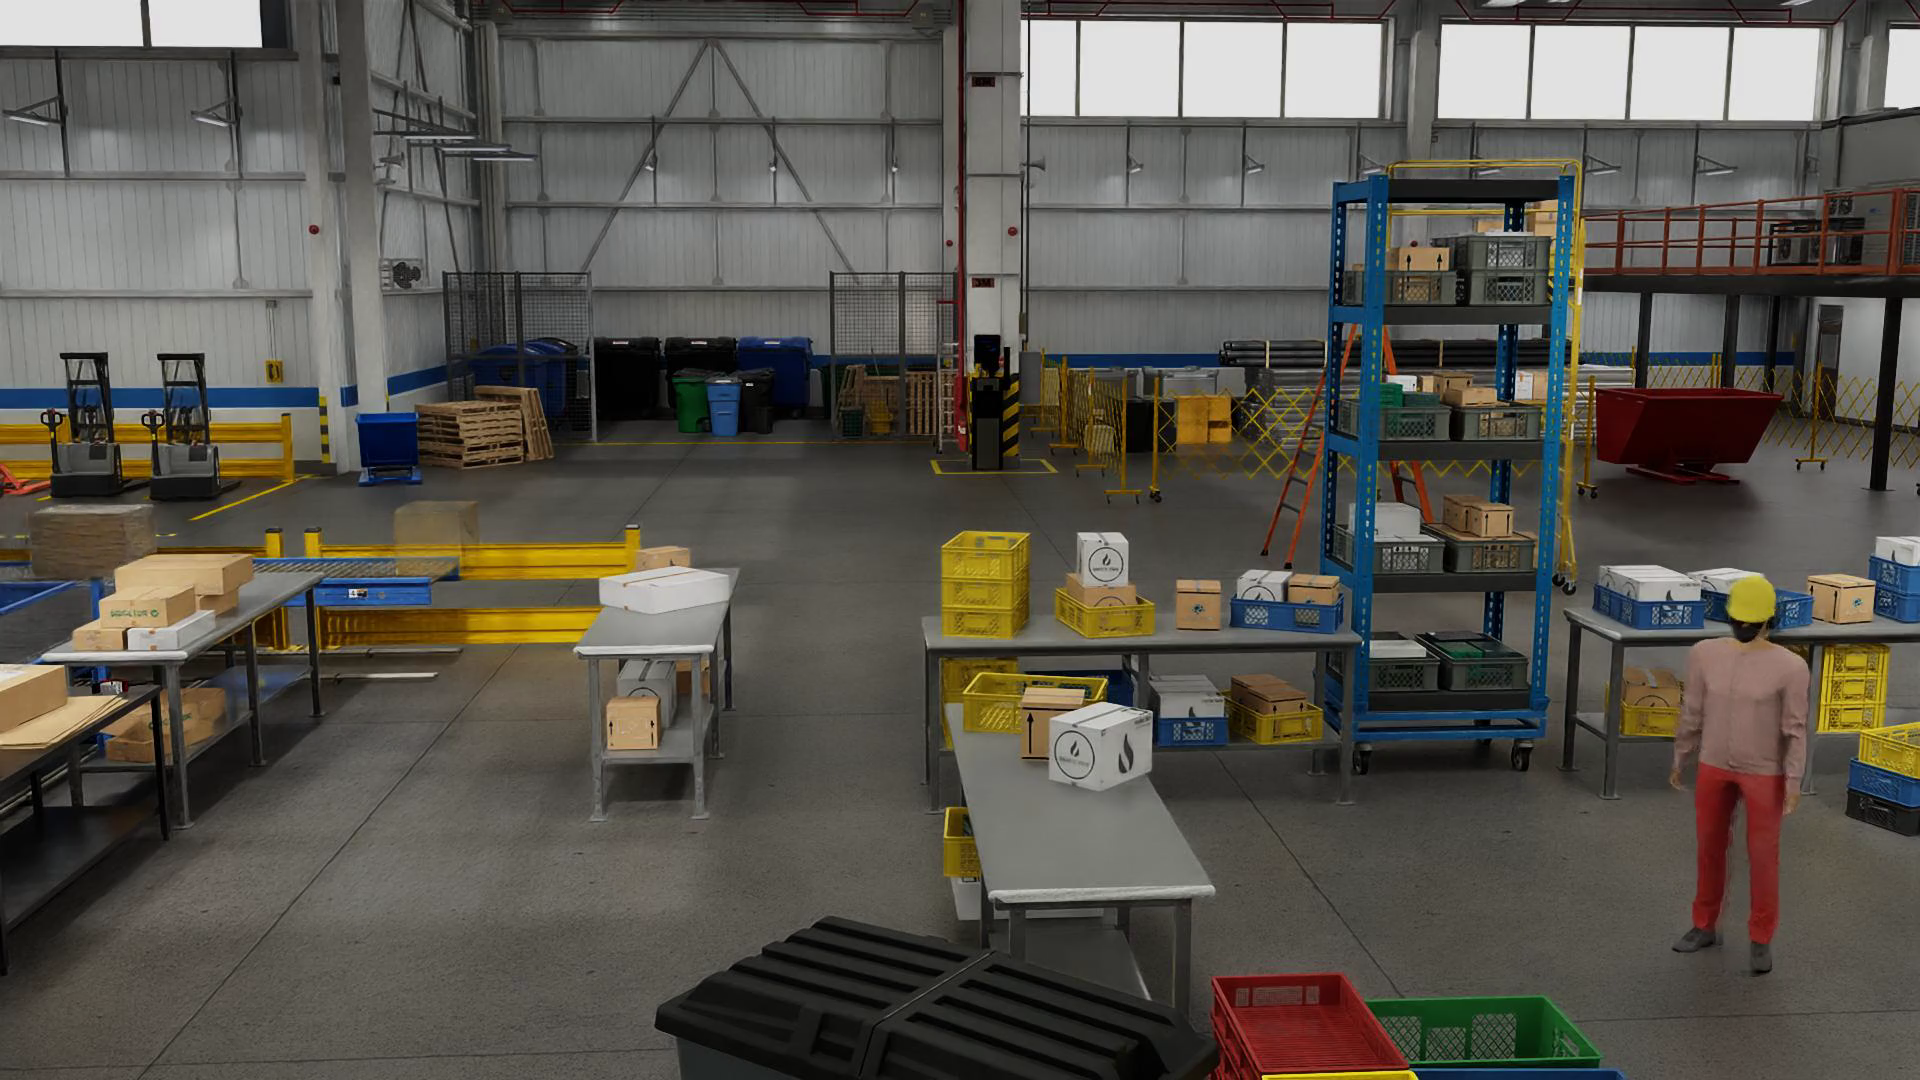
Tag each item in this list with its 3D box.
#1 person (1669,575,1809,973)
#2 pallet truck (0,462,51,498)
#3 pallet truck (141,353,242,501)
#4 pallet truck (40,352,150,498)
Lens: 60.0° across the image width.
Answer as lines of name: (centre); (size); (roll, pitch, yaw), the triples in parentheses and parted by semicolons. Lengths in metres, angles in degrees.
person: (3.403, 1.008, 7.289); (0.381, 1.754, 0.568); (-9, 13, -44)
pallet truck: (-13.193, -1.293, 23.148); (0.653, 1.274, 1.630); (-1, 9, -4)
pallet truck: (-10.520, -1.604, 22.925); (0.823, 1.965, 1.885); (-1, 9, -6)
pallet truck: (-11.907, -1.642, 23.165); (0.823, 1.965, 1.885); (0, 9, 0)
